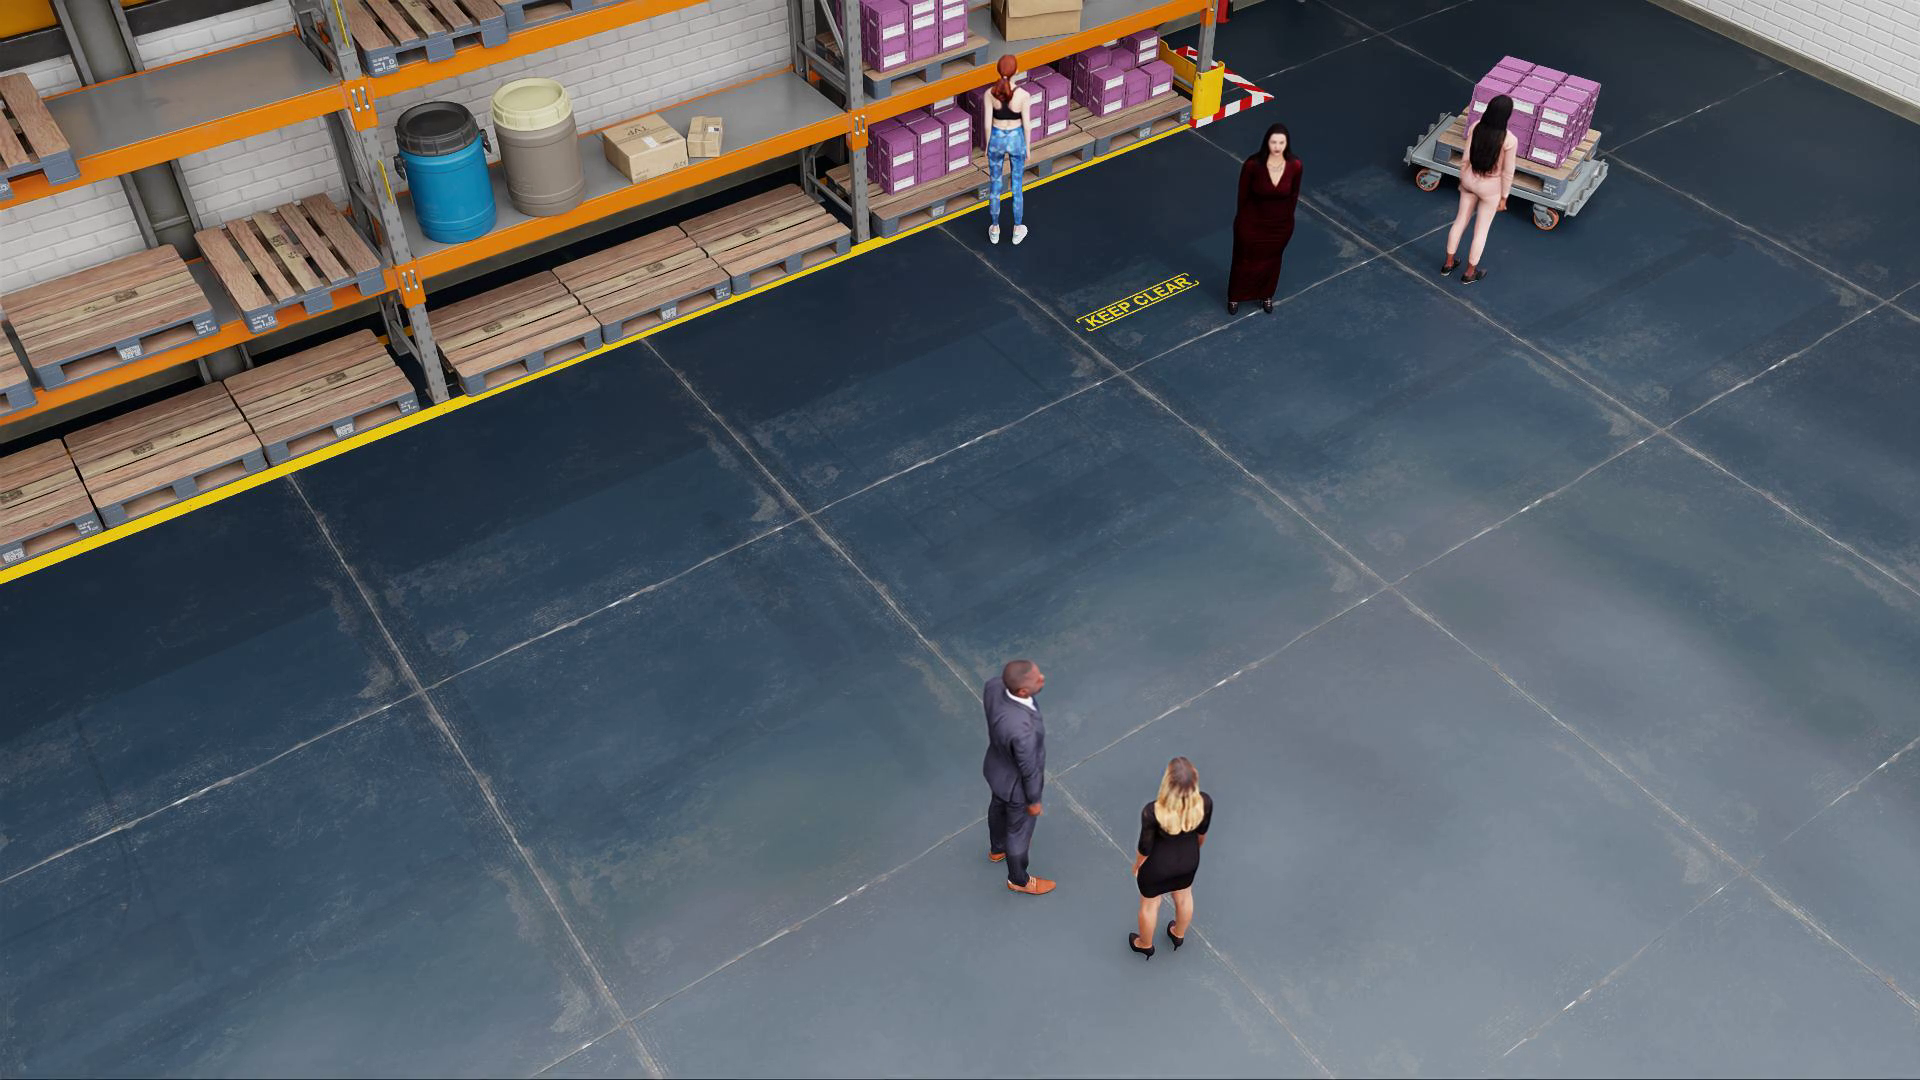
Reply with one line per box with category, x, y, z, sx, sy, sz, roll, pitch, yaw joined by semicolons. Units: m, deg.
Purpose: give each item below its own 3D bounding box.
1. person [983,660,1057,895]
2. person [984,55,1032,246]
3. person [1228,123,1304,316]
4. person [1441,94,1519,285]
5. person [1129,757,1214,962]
person;0.315;1.323;9.429;0.707;1.824;0.756;-13;45;-13
person;0.405;-3.373;14.387;0.687;1.785;0.751;4;44;5
person;2.491;-2.624;13.621;0.729;1.757;0.826;-1;44;-1
person;4.388;-2.956;13.996;0.566;1.721;0.649;-32;52;-29
person;1.142;1.753;9.085;0.495;1.677;0.657;-12;45;-12
